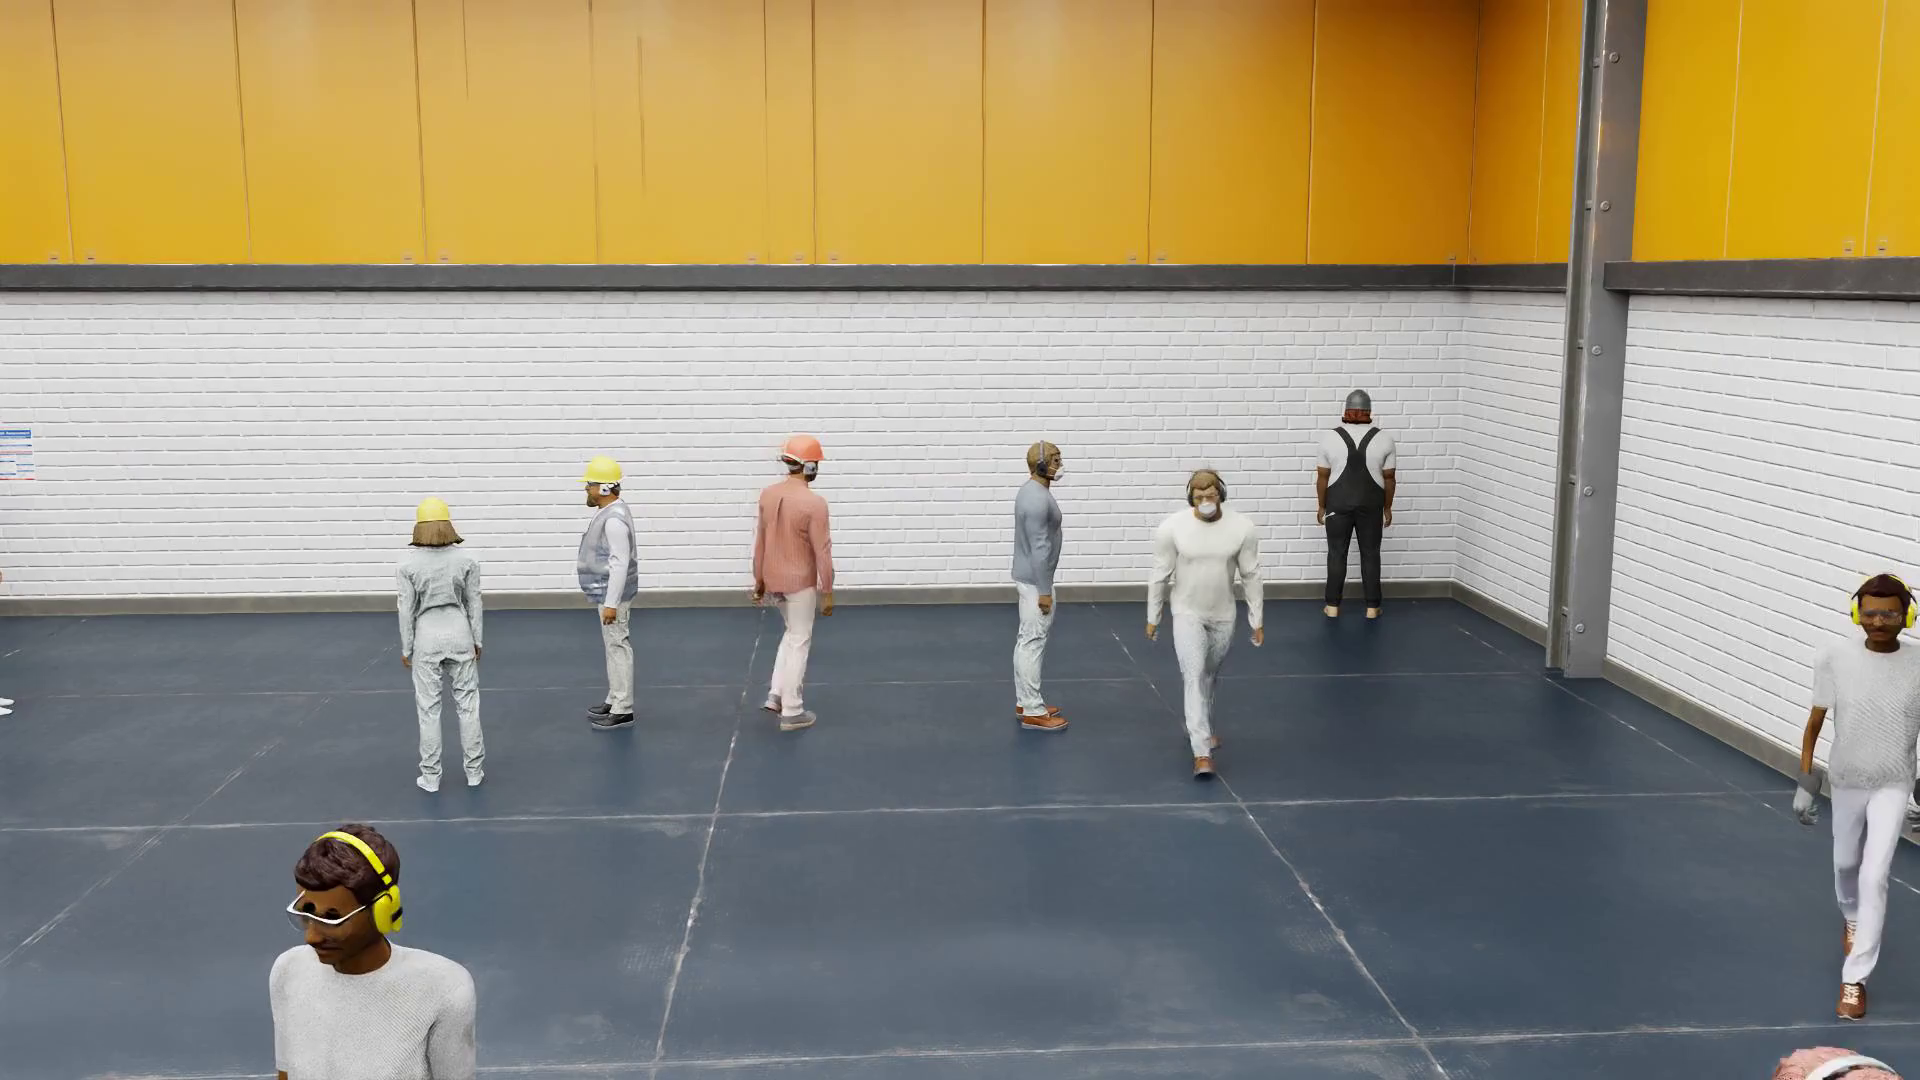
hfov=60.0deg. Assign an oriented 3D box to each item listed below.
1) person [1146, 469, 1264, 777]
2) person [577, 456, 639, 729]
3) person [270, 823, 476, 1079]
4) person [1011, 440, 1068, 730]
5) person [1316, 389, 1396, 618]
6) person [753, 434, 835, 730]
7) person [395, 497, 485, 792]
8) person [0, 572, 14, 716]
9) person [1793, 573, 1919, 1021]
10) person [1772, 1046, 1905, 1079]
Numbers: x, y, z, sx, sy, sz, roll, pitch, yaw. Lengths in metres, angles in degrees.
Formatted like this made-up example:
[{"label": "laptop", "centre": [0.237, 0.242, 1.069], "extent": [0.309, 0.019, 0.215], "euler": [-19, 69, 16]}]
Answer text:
[{"label": "person", "centre": [1.530, 0.479, 10.304], "extent": [0.698, 1.870, 1.065], "euler": [-1, 9, -5]}, {"label": "person", "centre": [-2.364, 0.348, 11.176], "extent": [0.403, 1.835, 0.586], "euler": [-2, 9, -14]}, {"label": "person", "centre": [-1.308, 1.526, 3.695], "extent": [0.518, 1.865, 0.326], "euler": [1, 9, 8]}, {"label": "person", "centre": [0.529, 0.295, 11.183], "extent": [0.374, 1.941, 0.627], "euler": [0, 9, -2]}, {"label": "person", "centre": [3.508, -0.330, 14.788], "extent": [0.688, 2.000, 0.536], "euler": [2, 9, 11]}, {"label": "person", "centre": [-1.091, 0.282, 11.125], "extent": [0.665, 1.977, 0.452], "euler": [8, 12, 42]}, {"label": "person", "centre": [-3.061, 0.613, 9.820], "extent": [0.484, 1.738, 0.305], "euler": [-4, 10, -26]}, {"label": "person", "centre": [-6.777, 0.395, 11.484], "extent": [0.307, 1.644, 0.514], "euler": [-5, 10, -26]}, {"label": "person", "centre": [3.863, 1.009, 7.074], "extent": [0.522, 1.831, 0.940], "euler": [6, 11, 33]}, {"label": "person", "centre": [1.280, 1.683, 2.641], "extent": [0.708, 1.893, 0.470], "euler": [0, 9, 2]}]
